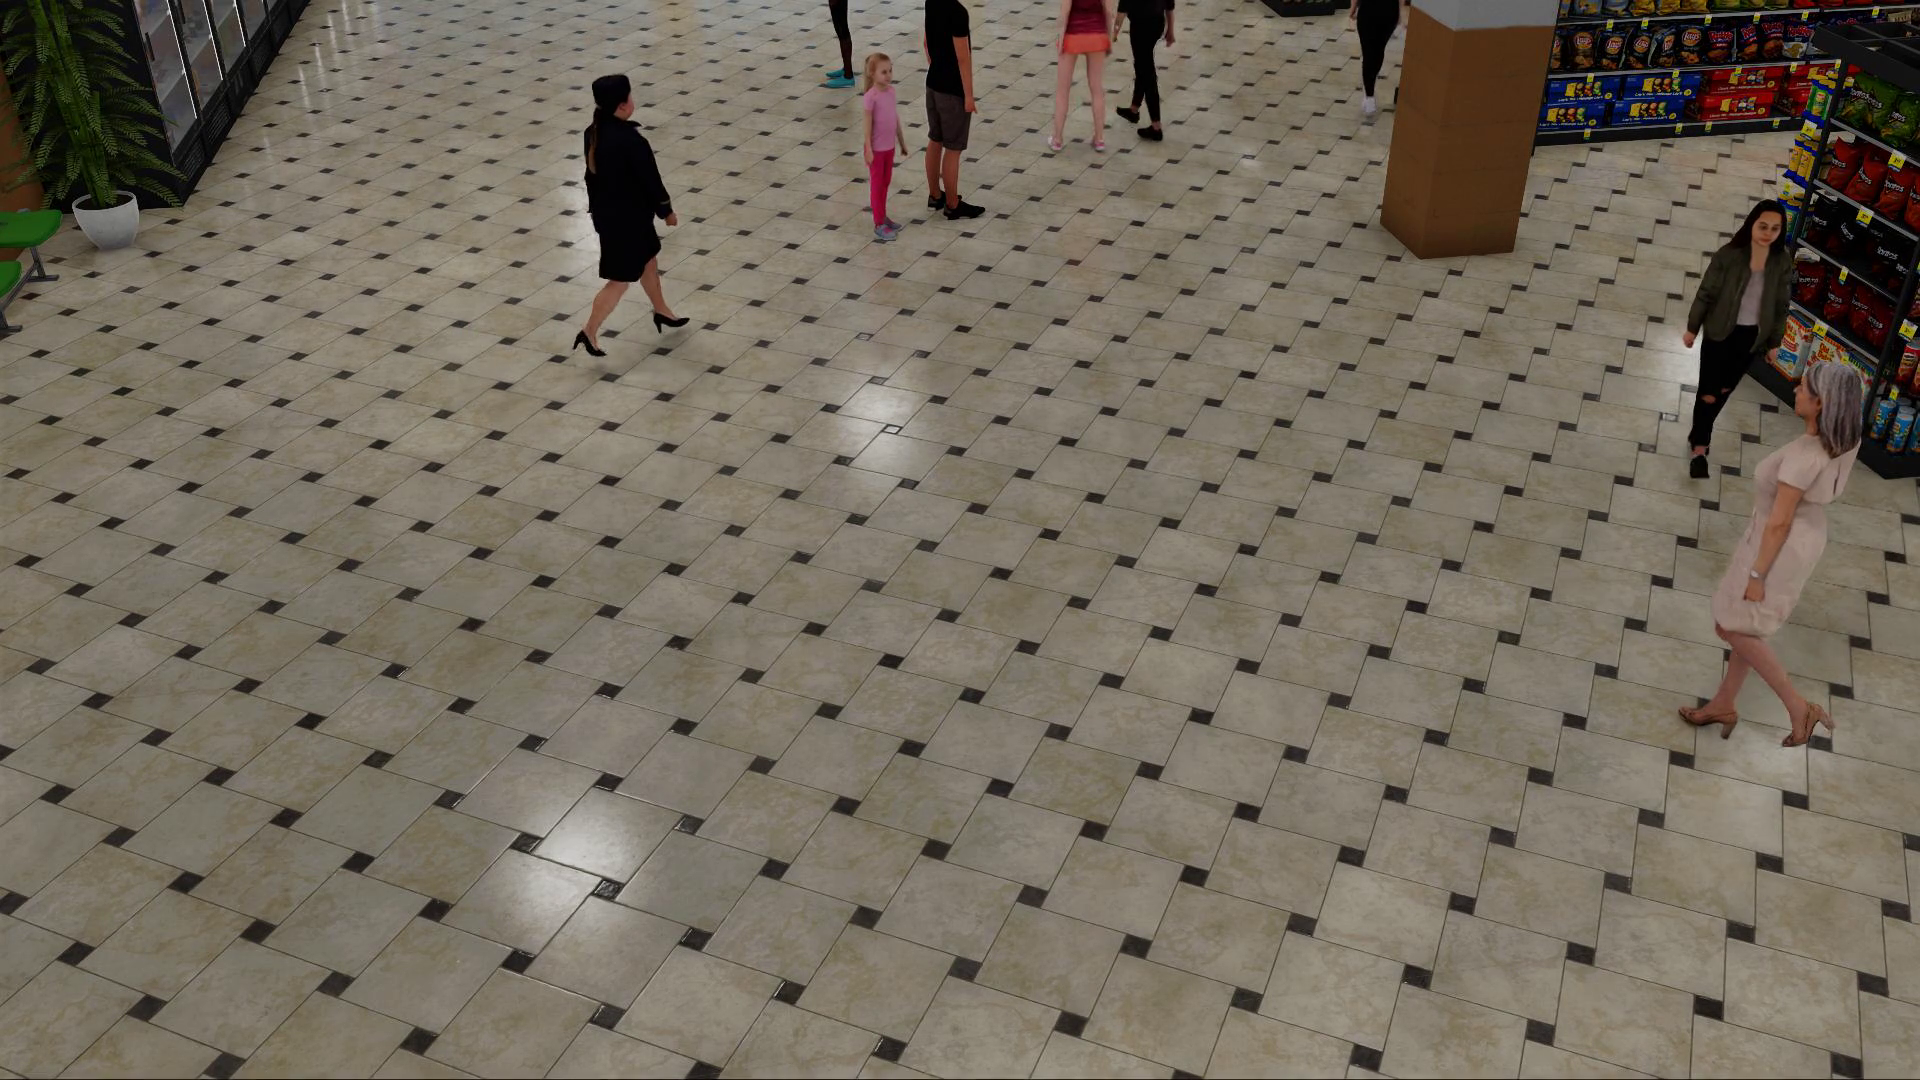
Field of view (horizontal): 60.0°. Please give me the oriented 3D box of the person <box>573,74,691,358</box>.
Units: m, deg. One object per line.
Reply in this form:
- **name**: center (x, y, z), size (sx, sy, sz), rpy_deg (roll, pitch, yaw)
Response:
- **person**: center (-2.022, -1.833, 9.742), size (1.205, 1.633, 1.020), rpy_deg (-24, 39, -33)

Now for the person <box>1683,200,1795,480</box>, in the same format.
- **person**: center (4.032, -1.089, 8.716), size (0.880, 1.454, 0.832), rpy_deg (5, 32, 7)

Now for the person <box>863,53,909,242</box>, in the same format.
- **person**: center (-0.568, -2.761, 11.572), size (0.694, 1.275, 0.634), rpy_deg (19, 37, 28)

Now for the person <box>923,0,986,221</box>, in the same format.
- **person**: center (-0.090, -3.204, 11.729), size (0.709, 1.861, 0.757), rpy_deg (-17, 36, -26)

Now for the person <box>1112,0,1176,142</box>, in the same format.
- **person**: center (1.551, -4.025, 13.215), size (0.971, 1.685, 0.942), rpy_deg (-25, 40, -34)

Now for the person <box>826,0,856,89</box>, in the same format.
- **person**: center (-1.060, -4.825, 14.466), size (0.577, 1.722, 0.591), rpy_deg (-1, 32, -2)

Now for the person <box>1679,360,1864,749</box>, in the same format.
- **person**: center (3.277, 0.128, 6.505), size (0.885, 1.724, 0.887), rpy_deg (-24, 39, -34)

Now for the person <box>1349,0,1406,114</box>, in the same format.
- **person**: center (3.472, -4.354, 13.823), size (1.018, 1.602, 0.848), rpy_deg (3, 32, 4)

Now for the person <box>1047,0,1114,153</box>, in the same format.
- **person**: center (0.991, -3.883, 12.940), size (0.496, 1.735, 0.686), rpy_deg (-9, 33, -15)
